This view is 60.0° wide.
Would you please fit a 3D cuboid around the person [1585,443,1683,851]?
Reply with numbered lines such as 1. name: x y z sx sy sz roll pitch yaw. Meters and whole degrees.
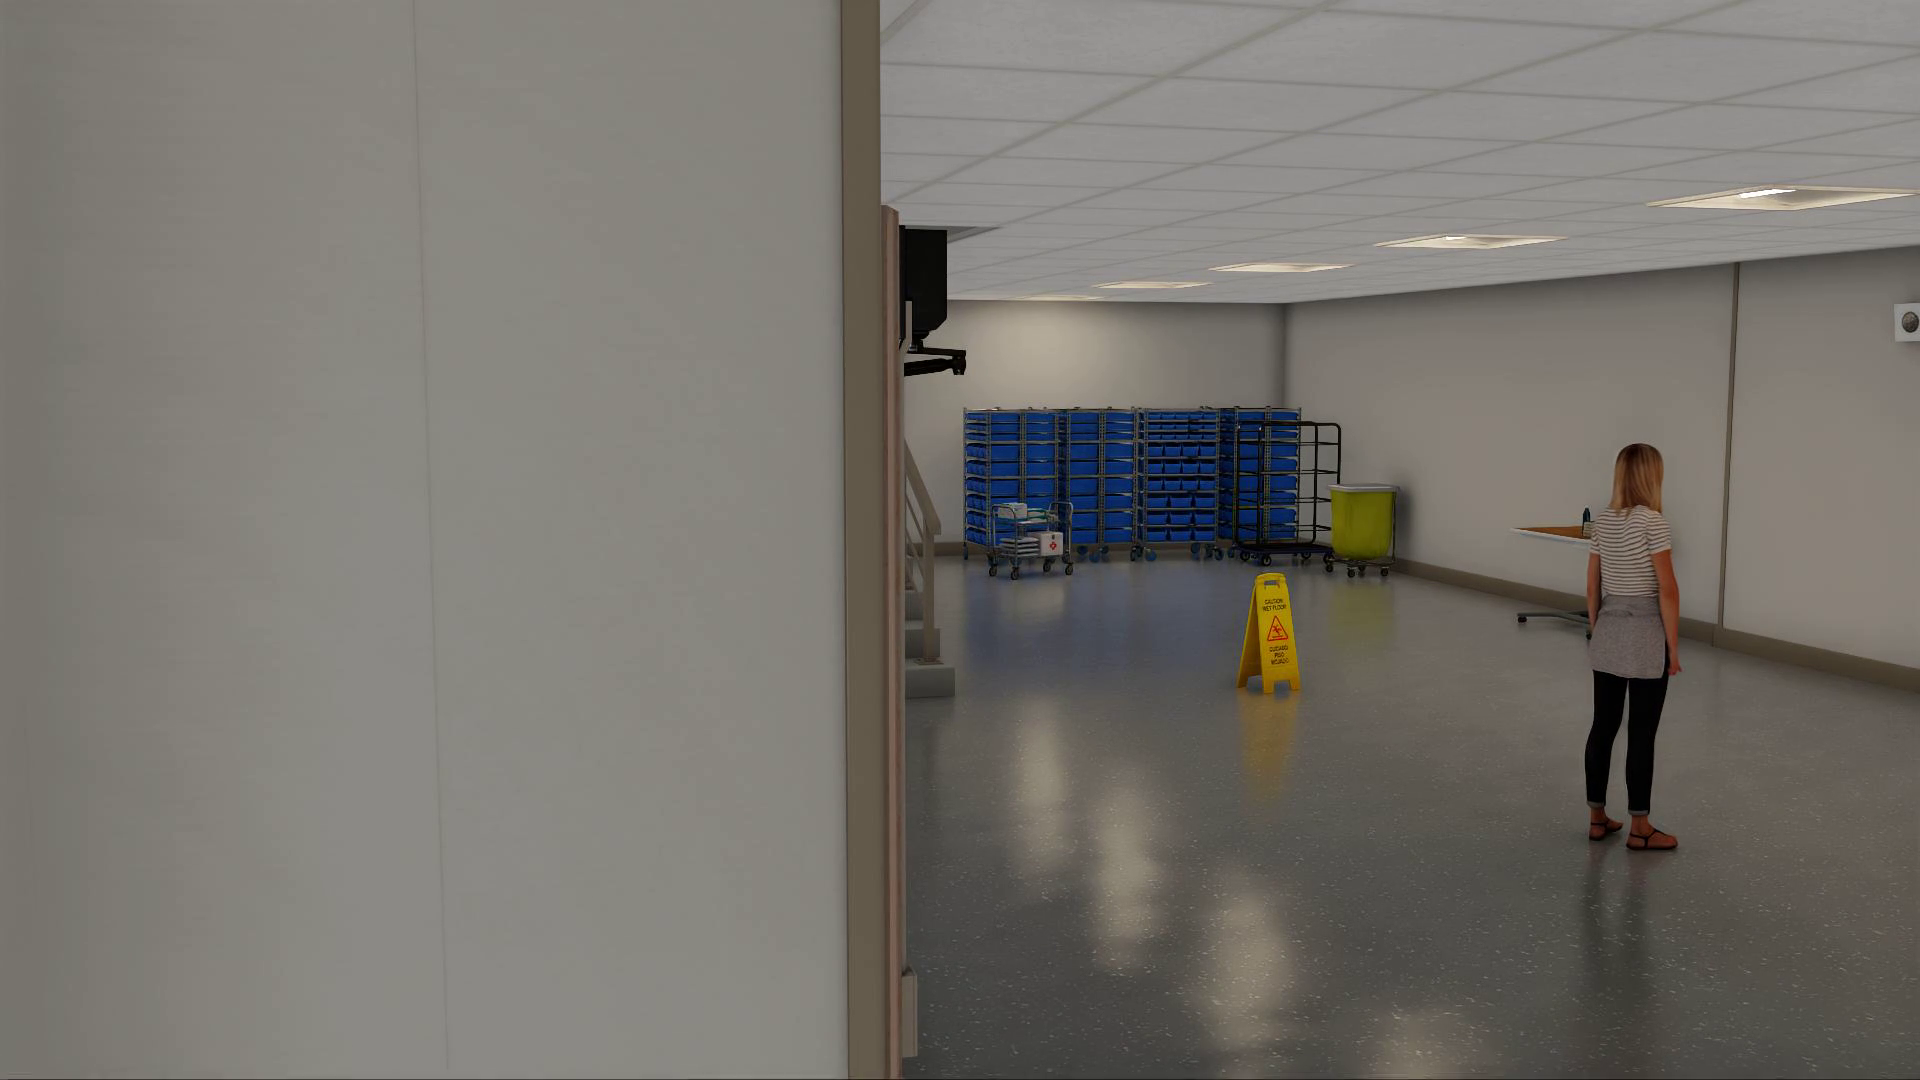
1. person: 3.032 0.474 7.534 0.716 1.827 0.564 -4 7 -32
